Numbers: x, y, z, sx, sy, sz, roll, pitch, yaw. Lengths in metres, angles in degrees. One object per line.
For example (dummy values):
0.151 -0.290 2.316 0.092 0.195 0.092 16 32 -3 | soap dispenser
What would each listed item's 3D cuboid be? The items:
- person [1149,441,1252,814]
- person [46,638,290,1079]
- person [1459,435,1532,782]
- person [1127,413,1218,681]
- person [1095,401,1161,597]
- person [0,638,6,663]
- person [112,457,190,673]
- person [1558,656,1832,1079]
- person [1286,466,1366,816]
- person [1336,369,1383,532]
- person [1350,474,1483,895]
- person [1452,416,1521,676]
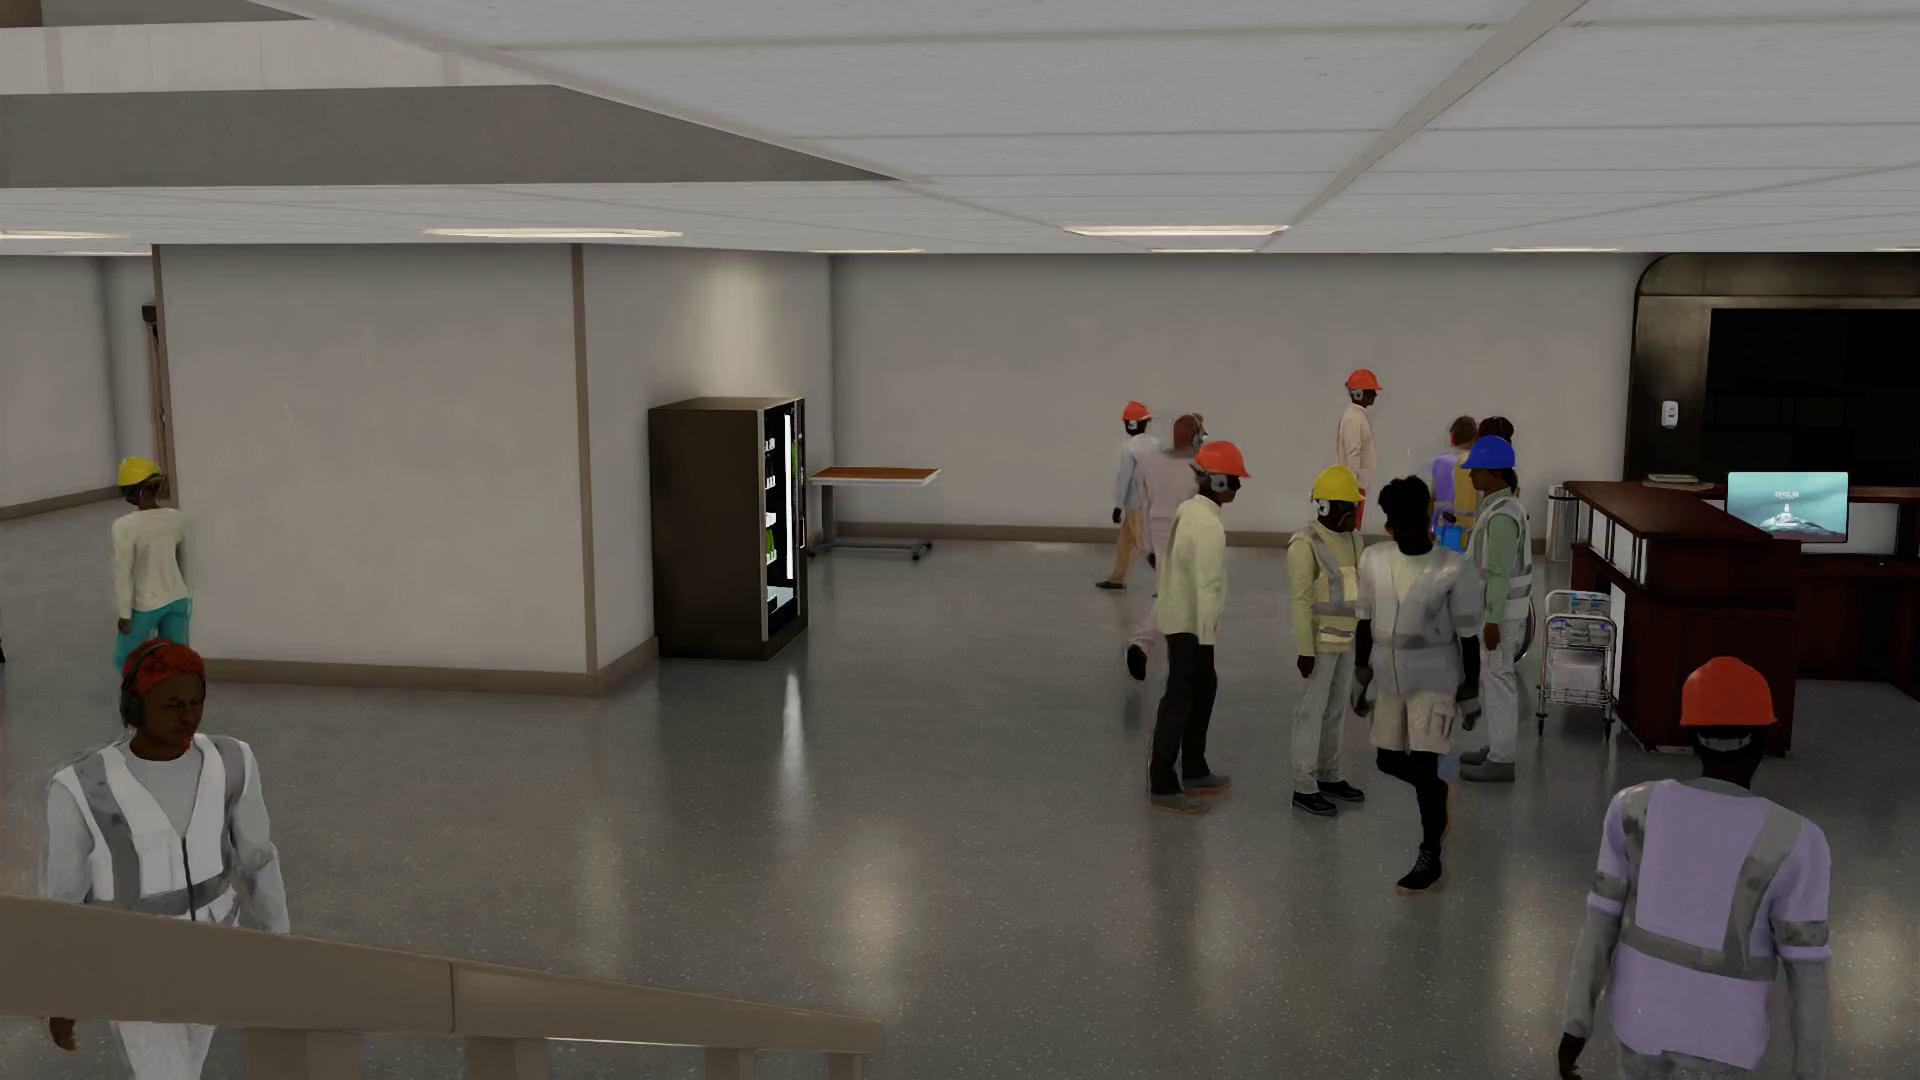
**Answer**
1.278 0.460 8.778 0.605 1.965 0.674 -1 9 -4 | person
-2.109 1.193 4.585 0.924 1.840 0.601 6 11 33 | person
2.977 0.380 9.322 0.419 1.940 0.606 3 10 16 | person
1.484 0.084 11.271 0.624 1.893 0.659 -8 12 -41 | person
1.583 -0.358 14.561 0.875 1.716 0.573 6 11 33 | person
-7.165 -0.048 11.966 0.552 1.936 0.371 9 13 43 | person
-4.814 0.375 9.905 0.363 1.747 0.541 4 10 22 | person
1.855 1.255 4.211 1.076 1.867 0.598 -8 12 -42 | person
1.960 0.519 8.785 0.404 1.833 0.590 8 12 42 | person
3.475 -0.500 14.567 0.381 1.994 0.622 2 9 14 | person
2.184 0.632 7.808 0.714 1.926 0.614 -9 13 -44 | person
3.713 0.042 11.740 0.430 1.838 0.628 -3 10 -16 | person
